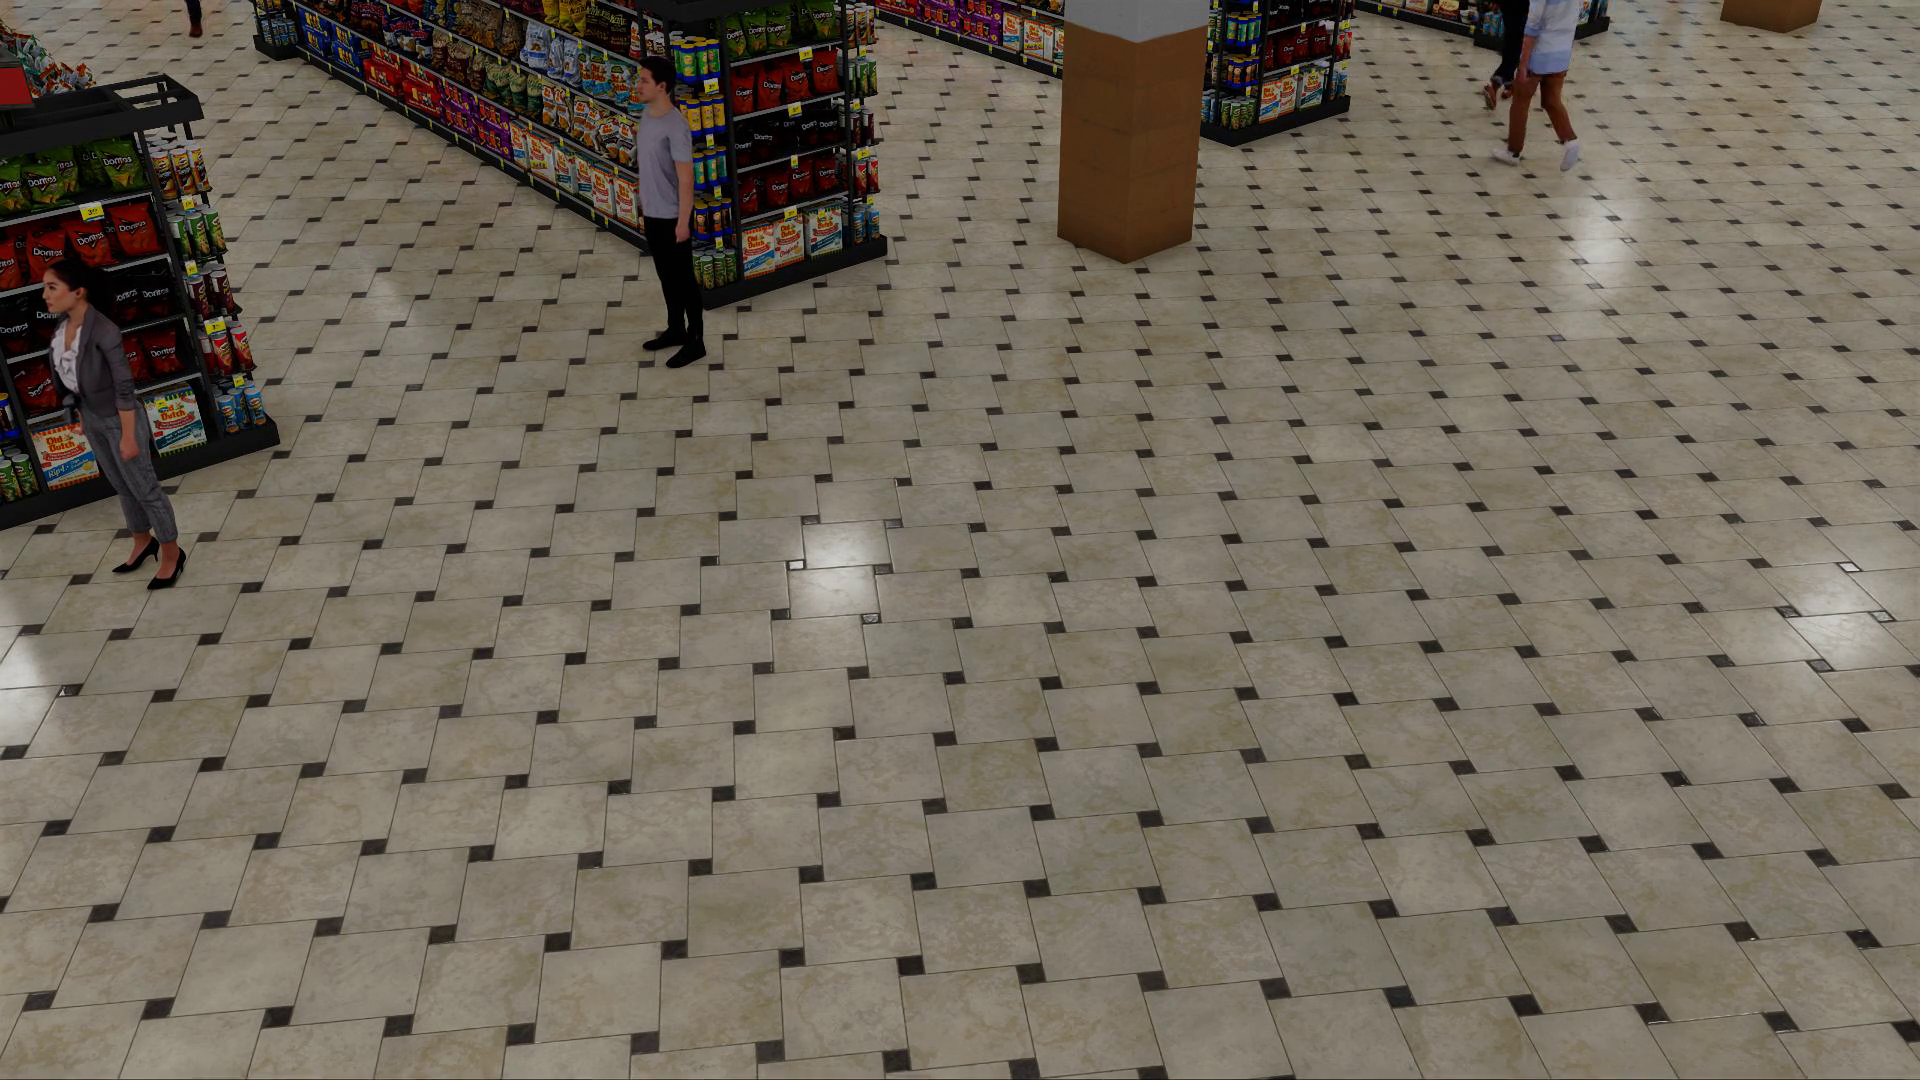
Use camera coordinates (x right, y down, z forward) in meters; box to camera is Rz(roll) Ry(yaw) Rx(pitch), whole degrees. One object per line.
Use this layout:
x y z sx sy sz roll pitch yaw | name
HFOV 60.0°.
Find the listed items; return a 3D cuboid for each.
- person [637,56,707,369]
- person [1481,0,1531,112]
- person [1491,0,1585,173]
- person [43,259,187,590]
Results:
-1.751 -1.980 10.037 0.728 1.864 0.493 -21 38 -30 | person
4.797 -4.613 14.334 0.828 1.794 1.071 -28 41 -37 | person
4.615 -3.743 12.925 0.894 1.805 1.110 -12 34 -18 | person
-4.024 -0.551 7.916 0.613 1.679 0.738 20 37 29 | person
